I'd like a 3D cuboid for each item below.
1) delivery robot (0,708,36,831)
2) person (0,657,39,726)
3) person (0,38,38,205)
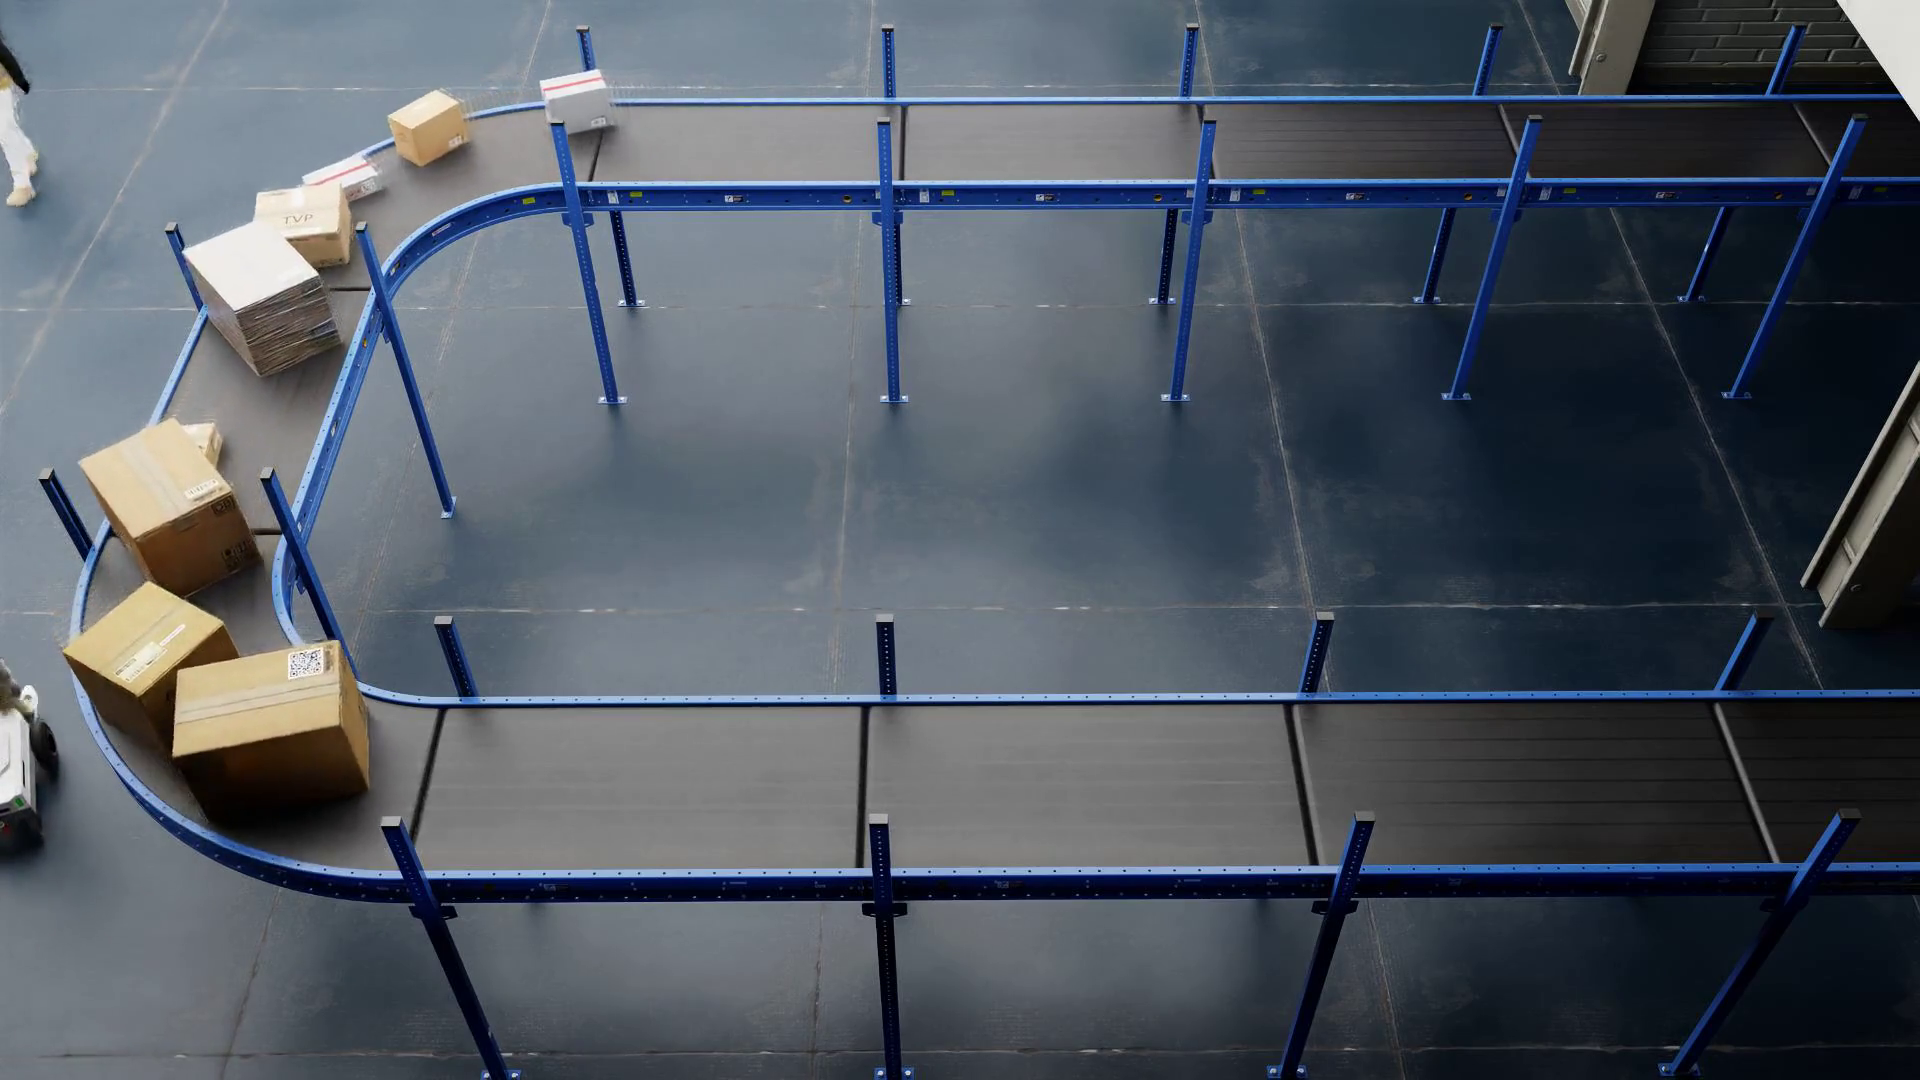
[{"bbox_3d":[-5.426,1.286,9.649,0.477,0.478,0.707,-16,49,-14],"label":"delivery robot"},{"bbox_3d":[-5.519,0.736,9.497,0.543,1.589,0.843,-16,49,-14],"label":"person"},{"bbox_3d":[-7.607,-3.489,13.306,0.650,1.792,0.900,0,47,0],"label":"person"}]
